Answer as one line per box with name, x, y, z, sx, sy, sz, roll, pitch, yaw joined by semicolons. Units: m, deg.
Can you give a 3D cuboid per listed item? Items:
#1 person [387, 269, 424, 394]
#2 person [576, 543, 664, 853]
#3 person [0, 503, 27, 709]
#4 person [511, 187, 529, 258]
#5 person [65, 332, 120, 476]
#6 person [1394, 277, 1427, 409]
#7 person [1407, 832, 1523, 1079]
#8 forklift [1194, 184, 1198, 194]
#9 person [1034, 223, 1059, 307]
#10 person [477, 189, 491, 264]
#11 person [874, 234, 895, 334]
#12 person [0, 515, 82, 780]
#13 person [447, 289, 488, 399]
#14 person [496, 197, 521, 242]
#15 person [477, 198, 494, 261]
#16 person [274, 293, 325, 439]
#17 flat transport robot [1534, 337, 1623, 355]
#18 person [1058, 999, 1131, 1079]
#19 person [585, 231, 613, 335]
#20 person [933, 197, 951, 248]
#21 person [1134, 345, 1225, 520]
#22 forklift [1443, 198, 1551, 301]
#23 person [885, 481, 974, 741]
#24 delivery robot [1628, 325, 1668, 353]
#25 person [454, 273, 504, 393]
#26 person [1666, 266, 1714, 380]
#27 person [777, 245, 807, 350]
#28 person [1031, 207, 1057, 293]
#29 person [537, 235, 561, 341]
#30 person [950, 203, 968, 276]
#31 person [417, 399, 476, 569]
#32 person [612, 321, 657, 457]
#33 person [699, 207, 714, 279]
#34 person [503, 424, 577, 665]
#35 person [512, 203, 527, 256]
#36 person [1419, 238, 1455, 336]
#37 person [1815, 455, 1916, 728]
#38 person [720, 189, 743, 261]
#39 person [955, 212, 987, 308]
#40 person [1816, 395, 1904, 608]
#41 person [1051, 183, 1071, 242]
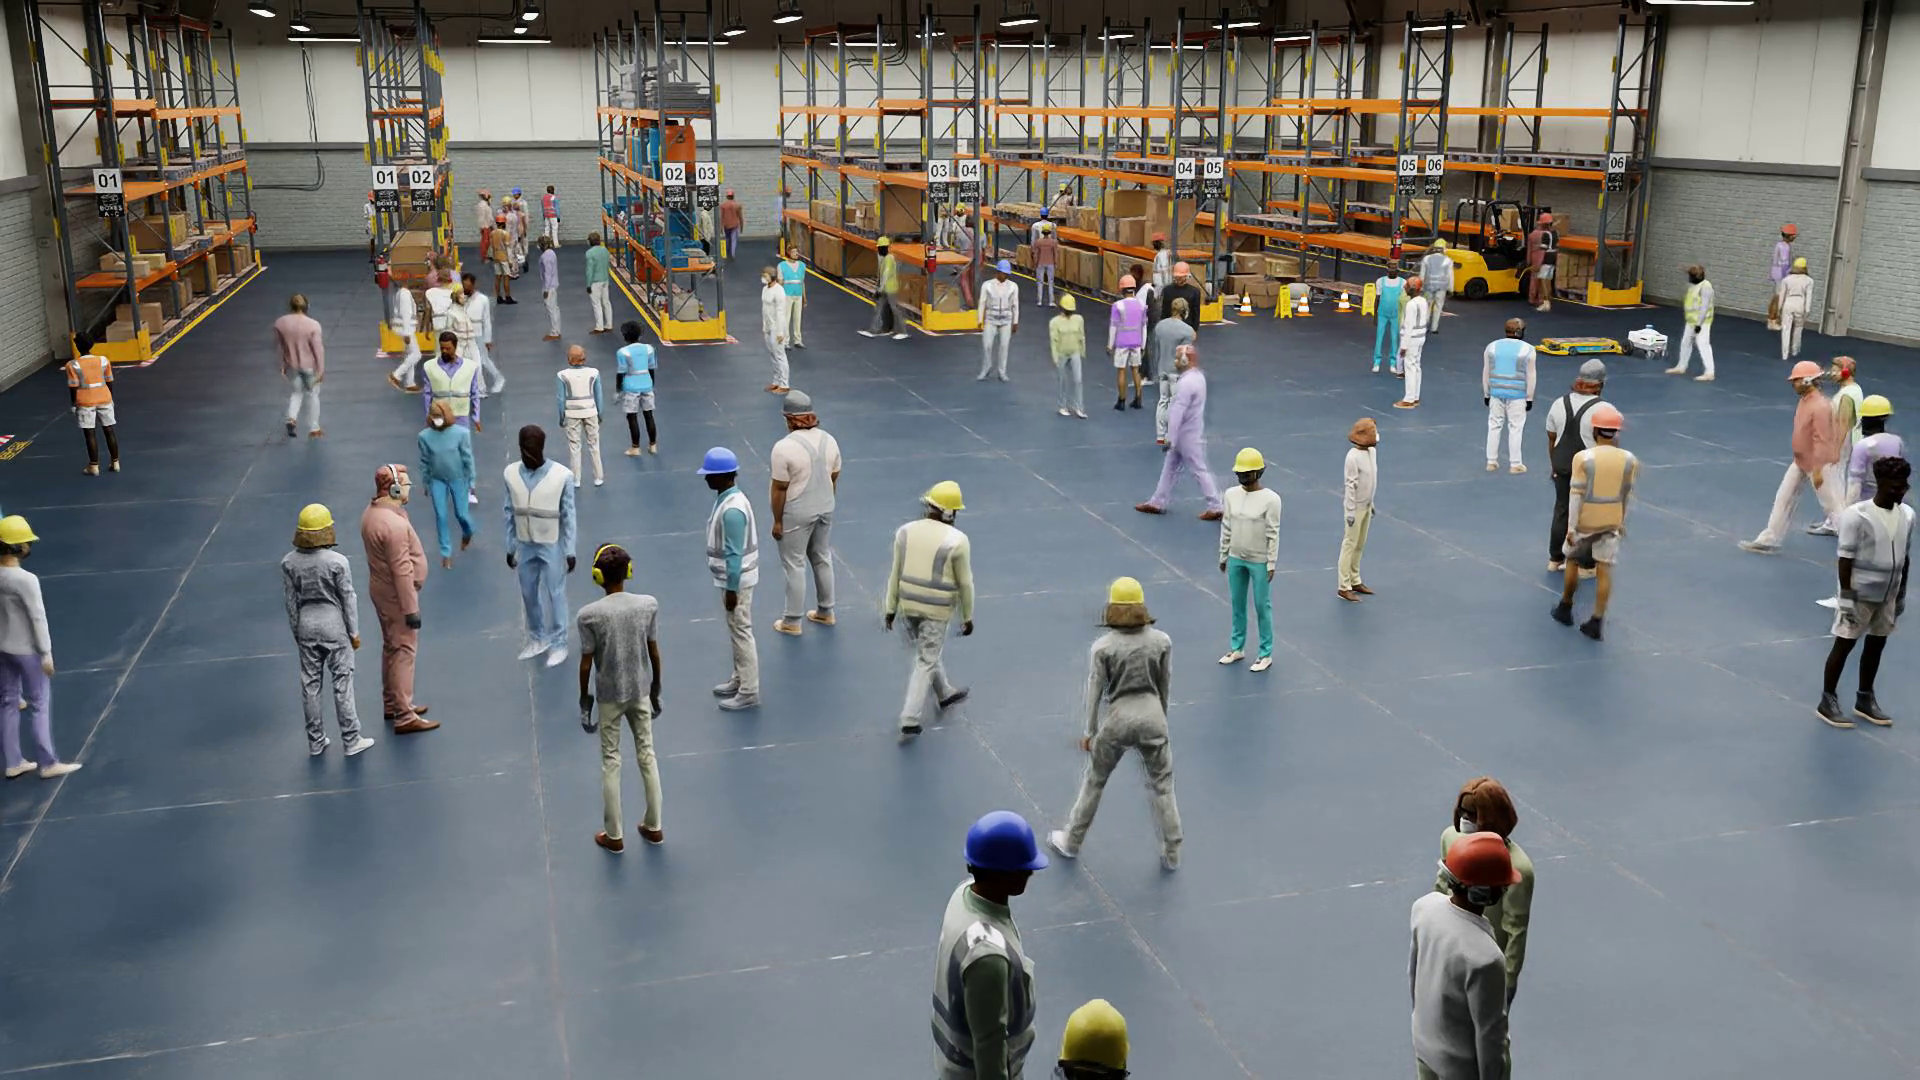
person;-8.346;-3.120;25.016;0.490;1.858;0.658;-5;16;-20
person;-1.989;0.931;9.787;0.514;1.862;0.321;-8;17;-28
person;-7.042;0.315;11.868;0.400;1.987;0.608;7;16;25
person;-12.314;-8.866;46.474;0.615;1.946;0.391;10;18;32
person;-10.253;-1.612;19.661;0.320;1.697;0.531;11;19;37
person;6.498;-2.832;23.896;0.340;1.882;0.582;10;18;32
person;1.895;1.914;6.284;0.330;1.750;0.572;-4;15;-13
forklift;7.392;-11.333;53.972;1.873;2.768;1.129;-4;15;-15
person;1.846;-5.879;35.592;0.536;1.768;0.322;3;15;11
person;-12.827;-8.470;44.953;0.408;1.968;0.714;-2;15;-8
person;-1.425;-4.827;31.419;0.323;1.876;0.528;8;17;28
person;-6.090;0.705;10.819;0.537;1.764;0.340;7;16;25
person;-7.252;-2.866;24.517;0.546;1.618;0.631;-10;18;-32
person;-11.727;-7.961;43.226;0.599;1.870;0.993;-3;15;-11
person;-12.963;-8.567;45.585;0.404;1.827;0.590;3;15;9
person;-8.559;-2.241;21.605;0.637;1.916;0.557;1;15;5
flat transport robot;10.893;-3.408;29.153;1.431;0.197;0.652;-2;15;-8
person;0.422;2.214;5.172;0.545;1.727;0.862;4;15;15
person;-6.822;-4.847;31.396;0.377;1.930;0.644;7;17;25
person;-0.510;-9.607;49.490;0.634;1.836;0.429;-13;20;-40
person;2.381;-1.127;17.542;0.997;1.863;0.658;4;15;14
forklift;11.913;-6.508;37.130;2.313;2.155;1.214;-4;15;-15
person;-0.186;0.470;11.671;0.628;1.768;0.943;11;18;35
delivery robot;11.820;-3.447;28.575;0.477;0.478;0.707;-3;15;-12
person;-7.174;-3.051;24.729;0.592;1.884;0.897;5;16;18
person;11.725;-3.477;26.526;0.540;1.796;0.776;1;15;5
person;-2.982;-4.309;29.517;0.570;1.848;0.384;-12;19;-37
person;1.916;-6.615;38.007;0.606;1.947;0.406;-1;15;-5
person;-7.546;-4.626;30.540;0.355;1.937;0.634;-1;15;-3
person;0.015;-7.506;41.580;0.588;1.833;0.404;12;19;38
person;-4.872;-0.570;15.872;0.524;1.619;0.511;-2;15;-8
person;-3.999;-1.869;20.656;0.319;1.685;0.603;14;20;42
person;-6.250;-7.469;41.159;0.415;1.985;0.611;-2;15;-7
person;-3.294;0.029;13.079;0.599;1.920;0.388;3;15;13
person;-12.029;-8.365;45.258;0.524;1.612;0.745;-12;19;-39
person;8.977;-4.751;31.262;0.622;1.808;0.527;10;18;34
person;6.436;0.359;11.740;0.605;1.960;0.365;-4;15;-14
person;-6.252;-8.608;45.531;0.634;1.955;0.940;-1;15;-5
person;0.203;-5.945;35.307;0.698;2.000;0.537;-5;16;-18
person;7.777;-0.295;14.292;0.610;1.917;0.523;-8;17;-26
person;2.996;-9.633;49.429;0.615;1.914;0.533;1;15;2
